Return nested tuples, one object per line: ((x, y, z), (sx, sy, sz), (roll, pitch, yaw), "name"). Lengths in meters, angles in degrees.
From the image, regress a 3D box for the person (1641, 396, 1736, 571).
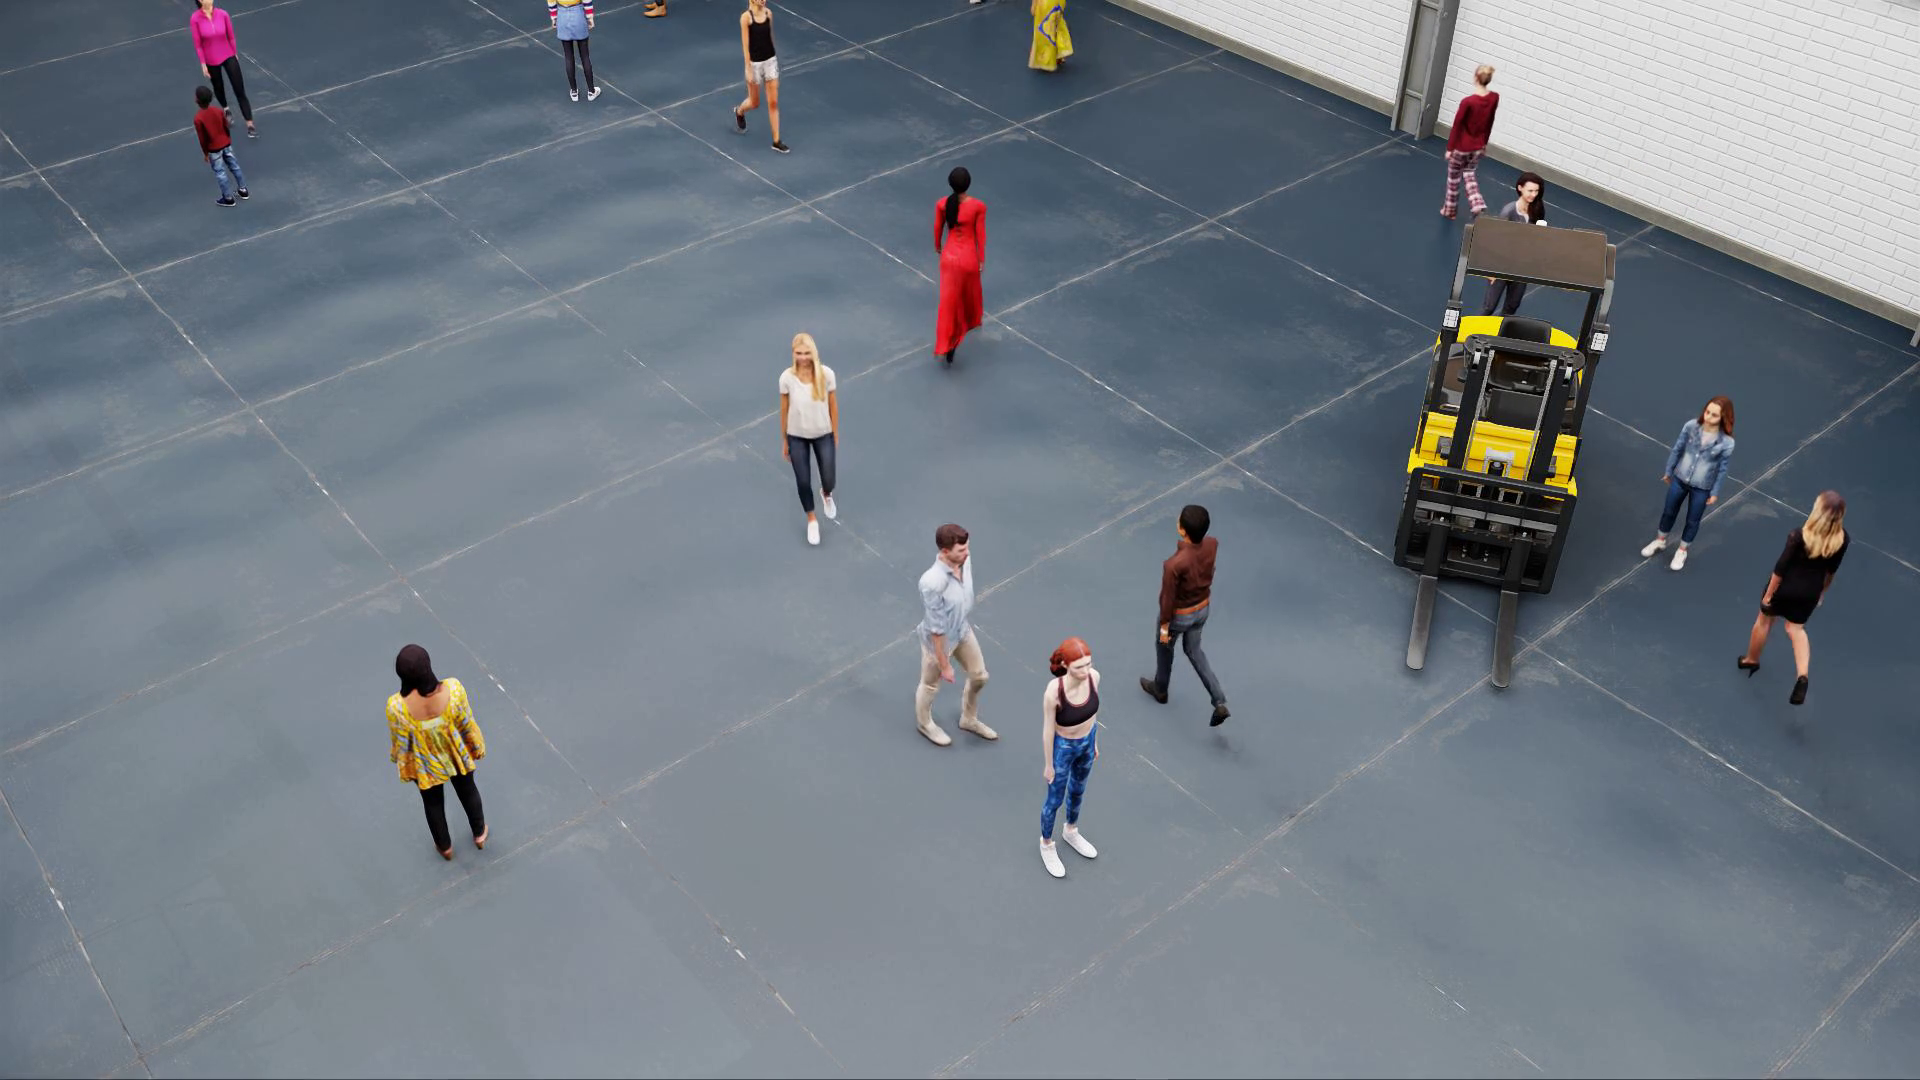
((5.485, -0.444, 12.421), (0.458, 1.475, 0.650), (31, 48, 33), "person")

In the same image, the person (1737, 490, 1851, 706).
((5.653, 0.416, 11.197), (0.898, 1.660, 1.000), (-1, 39, -1), "person")

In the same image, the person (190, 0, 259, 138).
((-8.212, -5.314, 18.385), (0.733, 1.653, 1.180), (-20, 43, -23), "person")

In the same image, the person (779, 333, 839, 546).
((-1.145, -0.823, 12.634), (0.771, 1.801, 0.842), (-3, 39, -4), "person")

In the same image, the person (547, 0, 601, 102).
((-4.443, -5.927, 19.020), (0.713, 1.808, 0.733), (-1, 39, -2), "person")

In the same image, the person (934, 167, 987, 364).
((-0.030, -2.380, 14.647), (1.186, 1.733, 1.194), (6, 39, 7), "person")

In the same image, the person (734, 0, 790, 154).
((-2.221, -5.177, 18.067), (0.590, 1.824, 1.068), (-28, 47, -31), "person")

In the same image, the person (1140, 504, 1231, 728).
((1.550, 0.525, 10.978), (0.701, 1.761, 1.037), (-25, 45, -28), "person")

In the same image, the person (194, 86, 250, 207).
((-7.644, -4.060, 17.128), (0.566, 1.253, 0.569), (19, 42, 22), "person")

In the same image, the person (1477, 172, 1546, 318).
((4.861, -2.441, 14.687), (0.665, 1.768, 0.643), (-11, 40, -14), "person")

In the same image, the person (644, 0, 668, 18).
((-3.935, -7.536, 21.111), (0.747, 1.712, 0.652), (-3, 39, -4), "person")

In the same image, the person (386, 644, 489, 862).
((-3.165, 1.301, 10.096), (0.764, 1.651, 0.801), (-19, 42, -22), "person")

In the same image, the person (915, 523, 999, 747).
((-0.171, 0.607, 10.821), (0.841, 1.830, 0.762), (25, 45, 28), "person")

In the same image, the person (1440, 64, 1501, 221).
((5.110, -3.909, 16.588), (0.759, 1.689, 0.875), (-14, 41, -17), "person")

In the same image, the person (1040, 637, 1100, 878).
((0.664, 1.283, 10.018), (0.568, 1.785, 0.590), (-25, 45, -28), "person")

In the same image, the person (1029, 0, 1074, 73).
((1.112, -6.305, 19.629), (0.713, 1.648, 0.817), (-29, 47, -31), "person")
